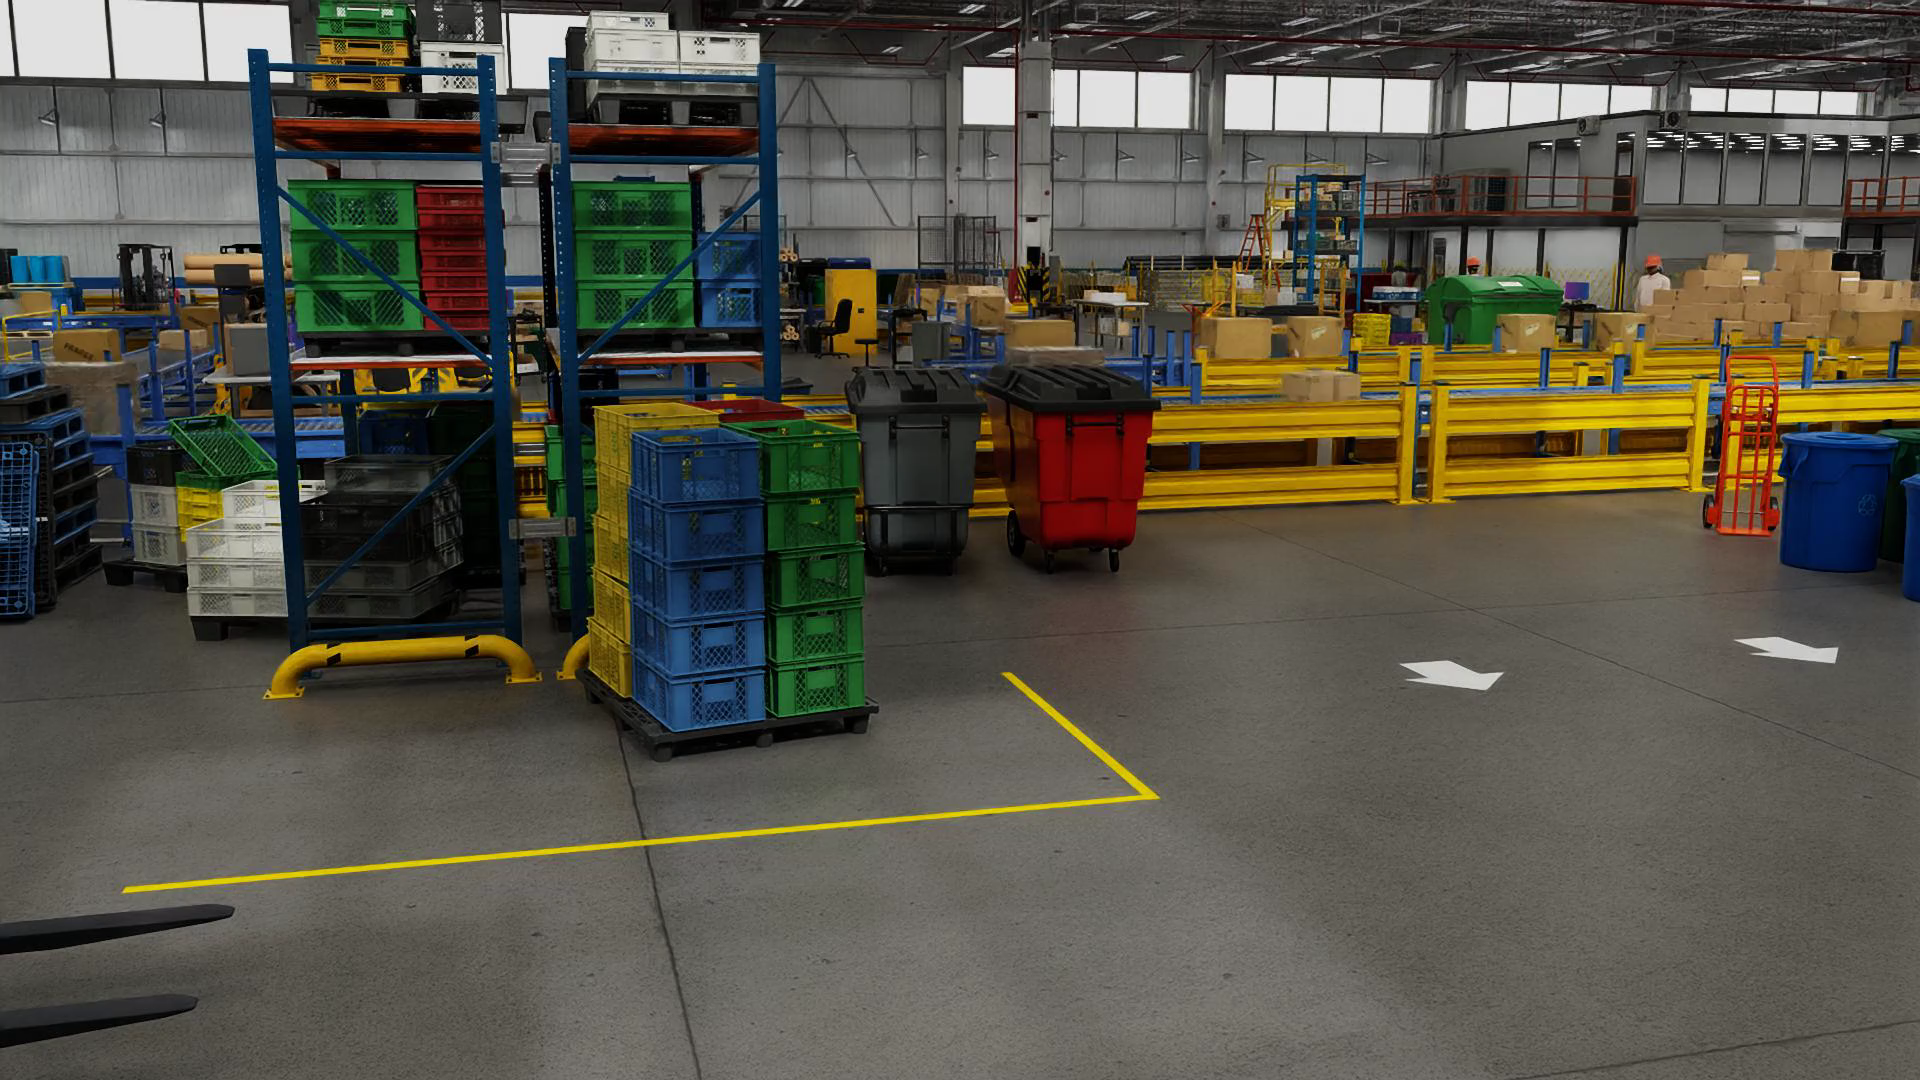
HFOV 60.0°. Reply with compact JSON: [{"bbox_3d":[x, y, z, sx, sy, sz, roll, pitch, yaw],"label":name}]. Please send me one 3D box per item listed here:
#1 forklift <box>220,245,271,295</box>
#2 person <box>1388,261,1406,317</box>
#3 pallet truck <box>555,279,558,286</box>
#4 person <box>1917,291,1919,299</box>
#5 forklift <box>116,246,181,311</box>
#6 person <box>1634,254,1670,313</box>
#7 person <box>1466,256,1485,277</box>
[{"bbox_3d":[-17.749,-6.334,41.440,1.157,1.987,2.680,-3,10,-17],"label":"forklift"},{"bbox_3d":[12.050,-6.837,45.969,0.508,1.713,0.782,-4,11,-19],"label":"person"},{"bbox_3d":[-10.604,-6.375,44.520,0.653,1.274,1.630,-3,10,-15],"label":"pallet truck"},{"bbox_3d":[16.602,-3.769,28.444,0.975,1.766,0.623,6,12,29],"label":"person"},{"bbox_3d":[-19.966,-6.232,40.894,1.157,1.987,2.680,-3,10,-15],"label":"forklift"},{"bbox_3d":[11.654,-3.819,28.084,0.377,1.995,0.611,-6,12,-32],"label":"person"},{"bbox_3d":[9.387,-4.218,30.505,0.545,1.940,0.352,-3,11,-18],"label":"person"}]
